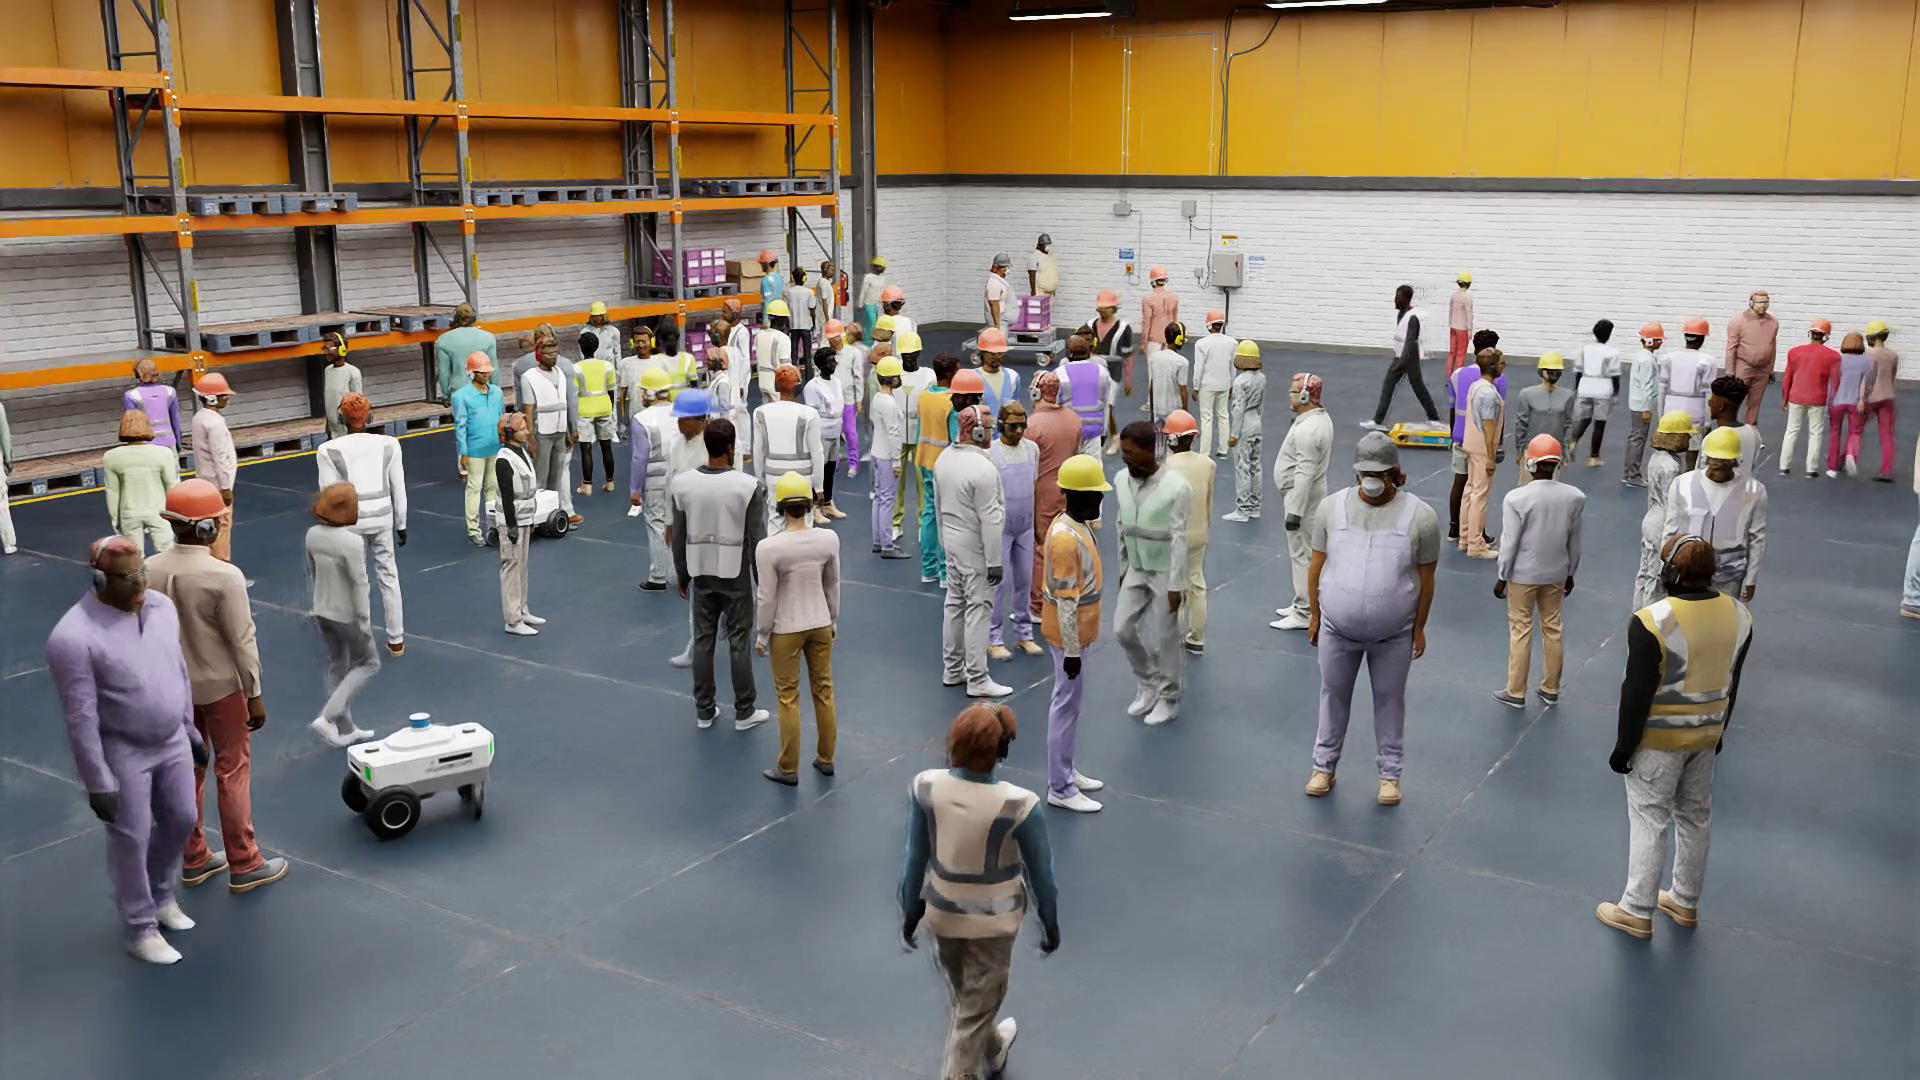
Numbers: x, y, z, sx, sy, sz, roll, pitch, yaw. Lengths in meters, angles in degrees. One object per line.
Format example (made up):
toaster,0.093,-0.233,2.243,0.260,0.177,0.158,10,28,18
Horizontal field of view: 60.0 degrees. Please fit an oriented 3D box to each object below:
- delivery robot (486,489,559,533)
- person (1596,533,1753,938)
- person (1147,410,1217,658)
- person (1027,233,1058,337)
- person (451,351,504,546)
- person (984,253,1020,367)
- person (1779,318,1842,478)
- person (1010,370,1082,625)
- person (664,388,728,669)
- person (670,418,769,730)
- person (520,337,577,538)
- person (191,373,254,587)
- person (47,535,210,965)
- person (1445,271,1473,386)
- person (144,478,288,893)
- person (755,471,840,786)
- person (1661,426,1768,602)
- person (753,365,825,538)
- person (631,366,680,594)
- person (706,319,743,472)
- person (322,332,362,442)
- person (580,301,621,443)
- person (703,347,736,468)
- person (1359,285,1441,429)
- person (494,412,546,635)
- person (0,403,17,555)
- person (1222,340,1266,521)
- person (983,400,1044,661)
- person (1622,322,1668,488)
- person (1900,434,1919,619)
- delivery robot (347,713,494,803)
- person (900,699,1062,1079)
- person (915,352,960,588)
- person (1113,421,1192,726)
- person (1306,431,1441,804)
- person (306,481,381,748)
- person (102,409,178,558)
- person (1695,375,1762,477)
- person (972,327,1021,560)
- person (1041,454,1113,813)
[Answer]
delivery robot,-3.981,-0.295,15.134,0.477,0.478,0.707,6,14,24
person,3.176,0.875,7.451,0.626,1.844,0.429,-5,14,-21
person,1.522,-0.034,11.579,0.562,1.753,0.333,-10,17,-38
person,1.616,-4.811,31.672,0.536,2.000,0.682,12,17,42
person,-4.308,-0.835,15.057,0.329,1.750,0.572,8,15,31
person,0.644,-3.390,25.510,0.536,2.000,0.684,2,13,8
person,9.312,-1.553,18.204,0.576,1.737,0.354,10,17,38
person,0.621,-0.319,12.486,0.408,1.909,0.642,11,17,40
person,-1.777,-0.103,11.484,0.621,1.934,0.634,12,18,42
person,-1.458,0.217,10.136,0.597,1.916,0.372,3,13,13
person,-3.827,-0.959,15.400,0.372,1.840,0.570,6,14,24
person,-6.027,-0.487,13.546,0.342,1.751,0.564,-10,16,-37
person,-3.567,0.901,7.241,0.418,1.915,0.681,5,14,20
person,7.614,-3.189,25.238,0.307,1.770,0.533,-4,14,-17
person,-3.565,0.692,7.904,0.623,1.992,0.391,4,14,18
person,-0.905,0.492,9.277,0.529,1.767,0.308,-9,16,-35
person,4.730,0.184,10.486,0.593,1.826,0.403,6,14,26
person,-1.325,-0.431,13.021,0.579,1.883,0.352,4,14,16
person,-2.404,-0.481,13.349,0.403,1.832,0.586,10,16,38
person,-2.425,-1.337,17.034,0.345,1.846,0.508,6,14,23
person,-5.778,-1.012,15.571,0.516,1.872,0.327,8,15,31
person,-4.382,-2.045,20.328,0.492,1.742,0.324,-3,13,-13
person,-2.356,-1.082,16.372,0.311,1.642,0.514,-3,13,-14
person,5.729,-2.321,21.270,1.023,1.875,0.598,-3,13,-12
person,-3.259,-0.128,12.237,0.310,1.642,0.514,0,13,-2
person,-8.550,-0.651,14.507,0.523,1.639,0.306,-10,16,-37
person,2.742,-1.053,16.027,0.295,1.743,0.493,10,17,38
person,0.351,-0.066,11.558,0.516,1.835,0.358,-8,15,-32
person,7.282,-1.440,17.680,0.330,1.750,0.572,3,13,14
person,7.446,-0.394,12.613,0.397,1.992,0.623,8,15,32
delivery robot,-2.851,1.160,8.824,0.707,0.478,0.477,-9,16,-35
person,0.109,1.337,5.959,0.547,1.592,0.842,7,15,29
person,-0.150,-0.571,13.550,0.399,1.920,0.590,-8,15,-33
person,1.190,0.207,10.229,0.634,1.890,0.469,13,18,43
person,2.203,0.421,8.979,0.682,2.000,0.537,5,14,20
person,-3.642,0.456,9.735,0.519,1.617,0.411,8,15,31
person,-6.094,-0.164,12.437,0.504,1.628,0.277,-3,13,-13
person,5.370,-0.187,11.777,0.603,1.967,0.366,-10,16,-37
person,0.272,-0.805,14.291,0.610,2.042,0.396,-7,15,-29
person,0.623,0.490,8.930,0.366,1.926,0.592,2,13,7
